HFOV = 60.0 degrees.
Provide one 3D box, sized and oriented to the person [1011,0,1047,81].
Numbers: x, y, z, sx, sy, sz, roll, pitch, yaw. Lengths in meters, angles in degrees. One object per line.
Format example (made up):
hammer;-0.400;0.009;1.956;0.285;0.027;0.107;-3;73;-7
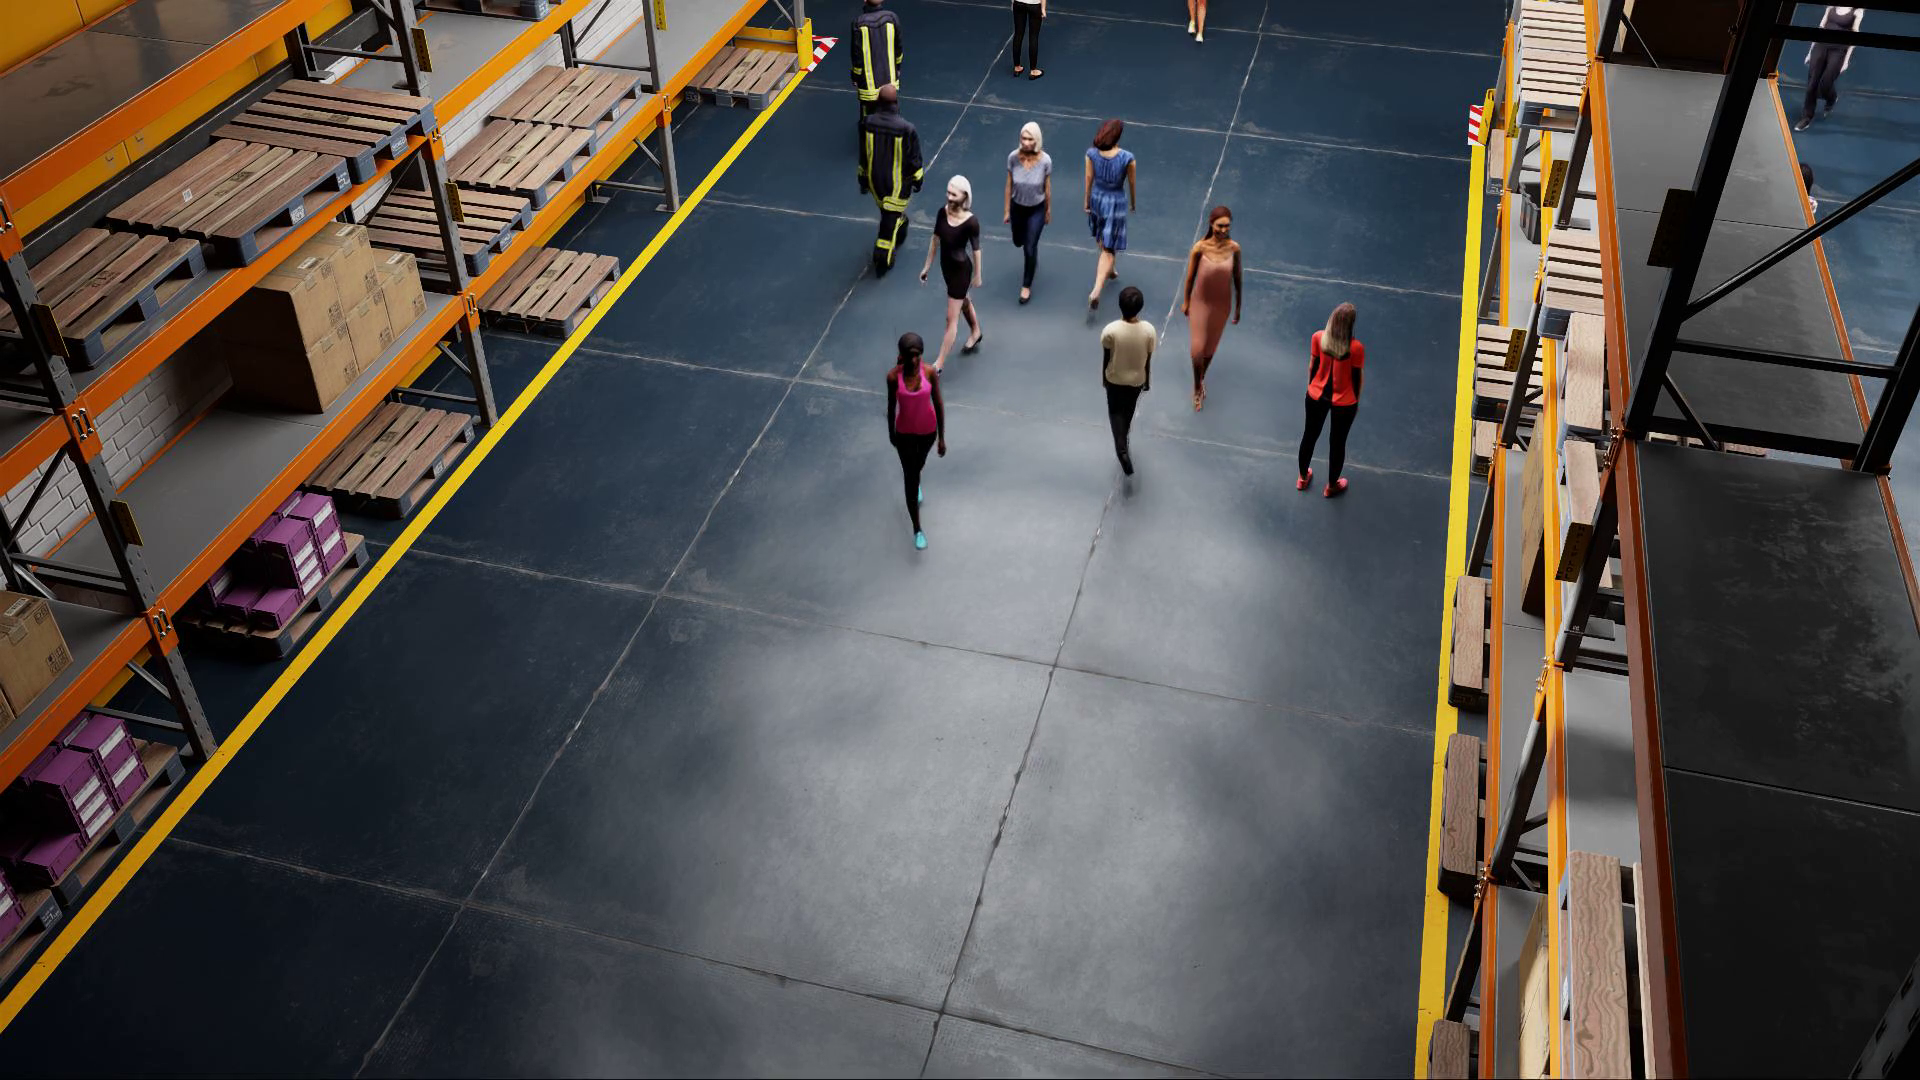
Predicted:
person;0.782;-6.202;19.248;0.630;1.720;0.574;19;42;22

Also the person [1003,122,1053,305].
person;0.647;-3.088;15.368;0.583;1.696;0.973;10;40;12

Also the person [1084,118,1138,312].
person;1.329;-2.913;15.093;0.749;1.767;1.200;16;41;19

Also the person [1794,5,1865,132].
person;9.539;-5.334;18.150;0.951;1.733;0.840;-28;47;-31

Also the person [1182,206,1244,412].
person;2.083;-2.001;13.909;0.719;1.818;0.774;-3;39;-3

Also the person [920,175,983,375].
person;0.033;-2.329;14.345;0.975;1.788;1.218;31;48;33

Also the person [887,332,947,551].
person;-0.337;-0.858;12.599;0.928;1.668;1.222;-7;39;-9

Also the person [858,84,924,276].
person;-0.687;-3.367;15.653;0.813;1.777;1.179;13;40;16

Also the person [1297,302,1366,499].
person;2.871;-1.089;12.867;0.651;1.694;0.626;22;43;25

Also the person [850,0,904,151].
person;-0.892;-4.987;17.614;0.884;1.862;0.928;-16;41;-20

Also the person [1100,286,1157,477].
person;1.316;-1.223;13.144;0.834;1.558;1.085;-4;39;-6
